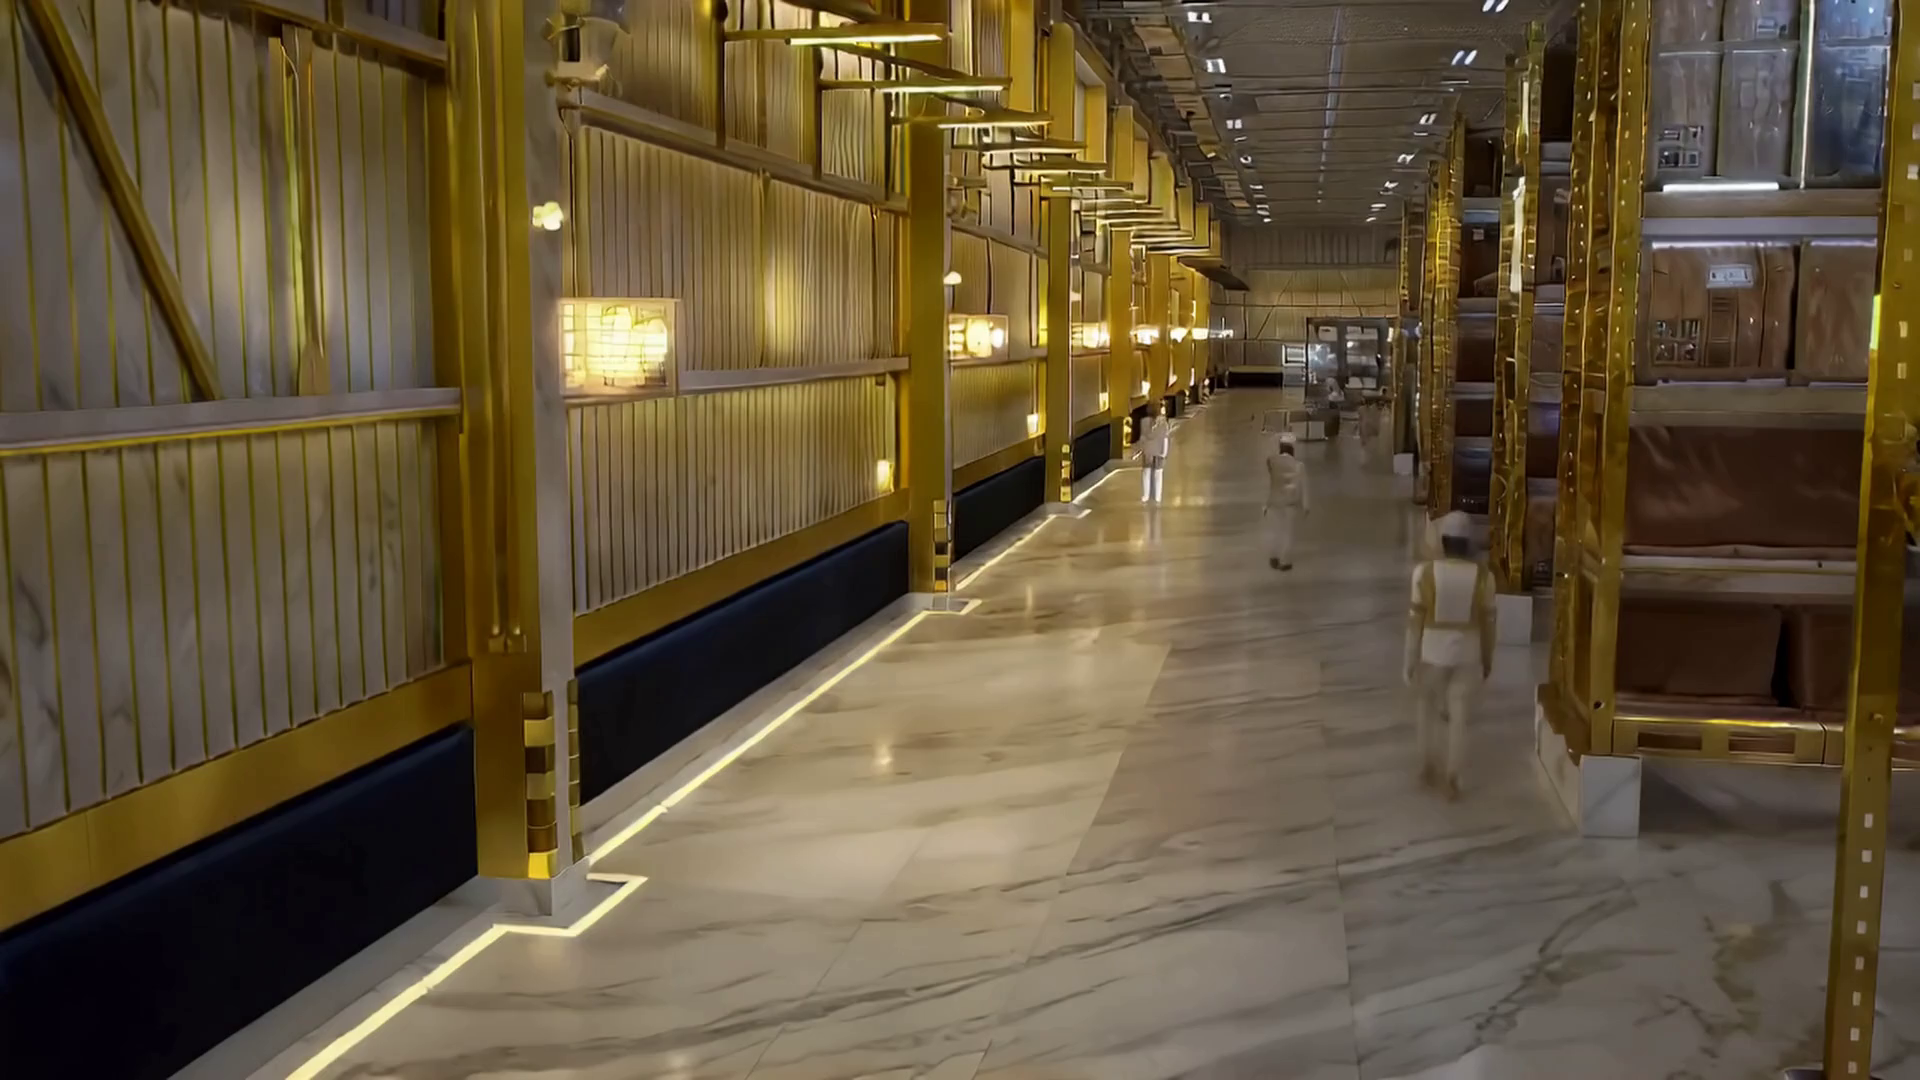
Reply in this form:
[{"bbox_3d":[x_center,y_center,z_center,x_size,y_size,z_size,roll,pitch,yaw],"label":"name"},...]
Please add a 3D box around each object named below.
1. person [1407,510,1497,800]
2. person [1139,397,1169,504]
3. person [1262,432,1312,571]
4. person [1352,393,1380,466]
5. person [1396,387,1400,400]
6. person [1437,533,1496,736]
[{"bbox_3d":[3.301,0.753,11.193,0.569,1.911,0.681,1,7,12],"label":"person"},{"bbox_3d":[3.501,-1.614,30.052,0.543,1.939,0.360,3,8,21],"label":"person"},{"bbox_3d":[4.243,-0.495,21.619,0.606,1.812,0.435,5,9,35],"label":"person"},{"bbox_3d":[9.489,-2.573,38.690,0.579,1.694,0.850,7,10,44],"label":"person"},{"bbox_3d":[12.451,-3.599,46.765,0.346,1.735,0.485,-6,9,-39],"label":"person"},{"bbox_3d":[3.850,0.714,12.793,0.568,1.604,0.562,-4,8,-32],"label":"person"}]
